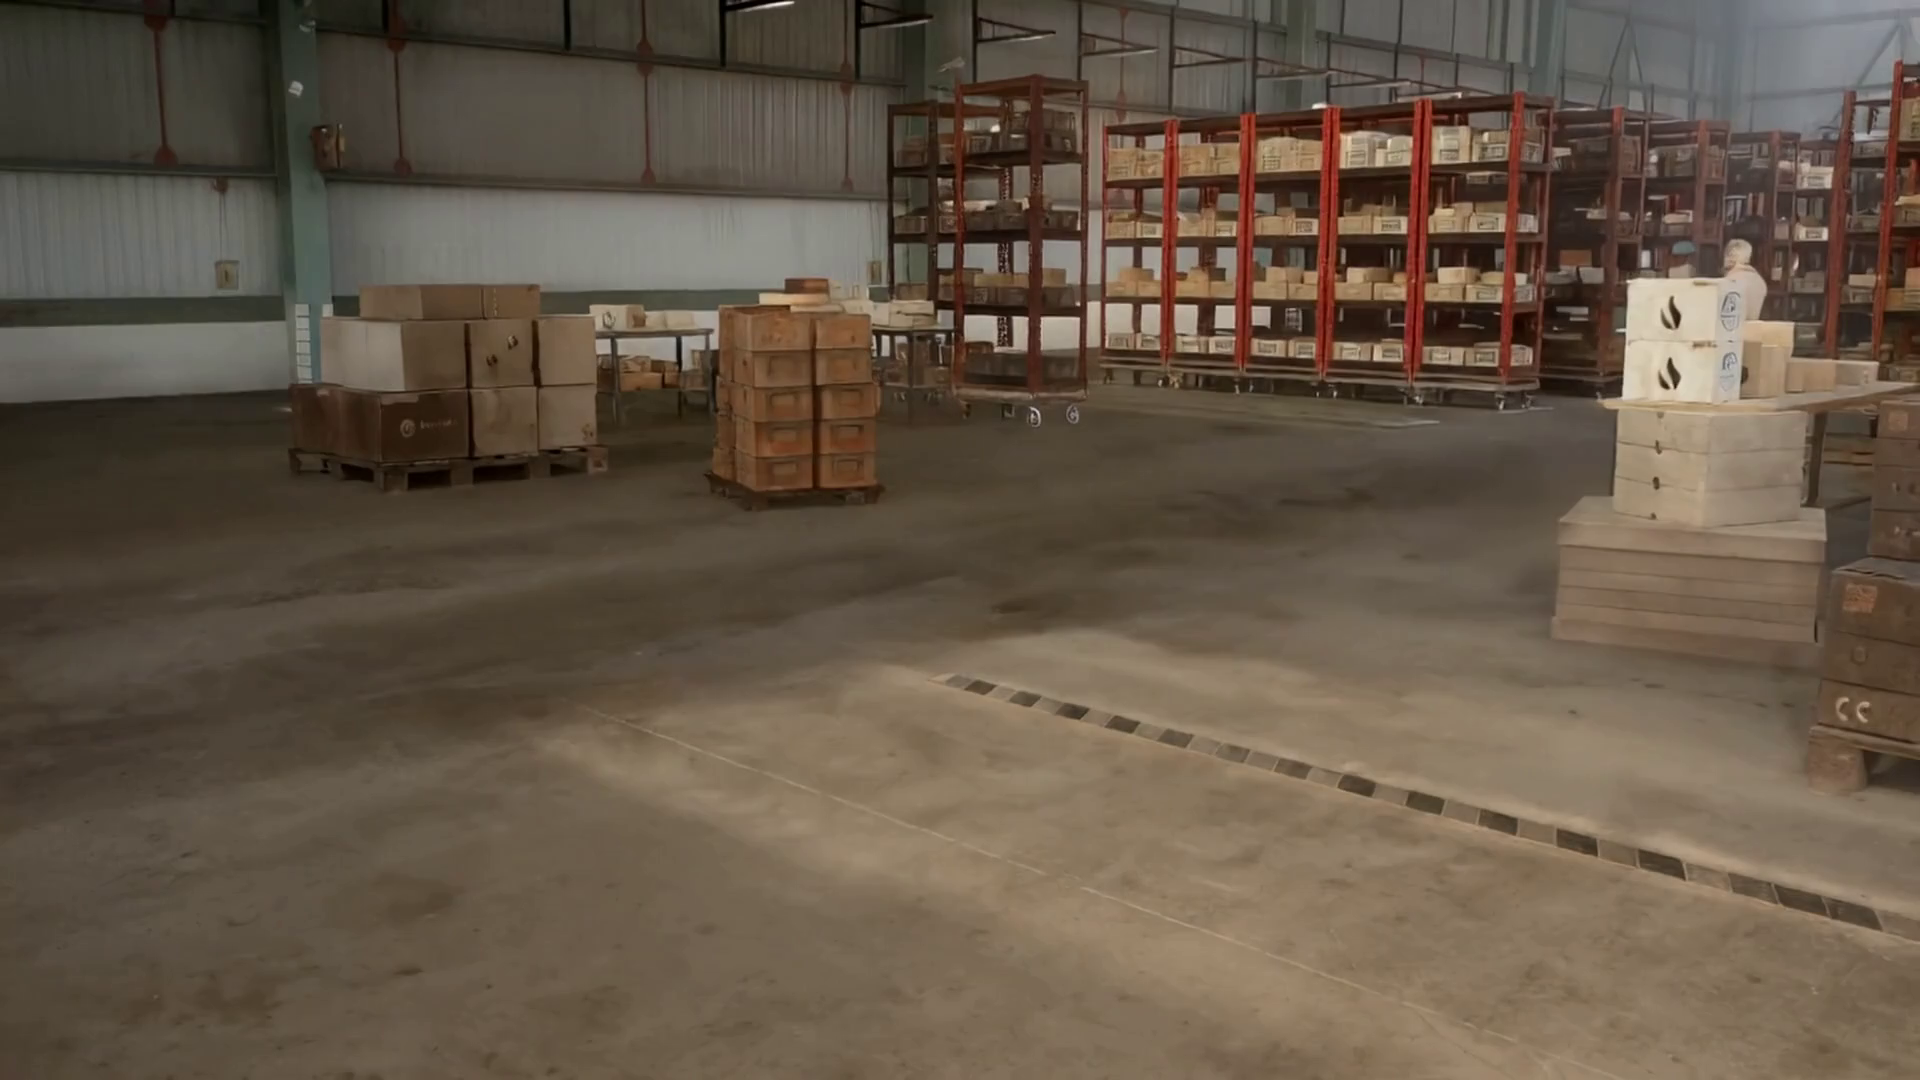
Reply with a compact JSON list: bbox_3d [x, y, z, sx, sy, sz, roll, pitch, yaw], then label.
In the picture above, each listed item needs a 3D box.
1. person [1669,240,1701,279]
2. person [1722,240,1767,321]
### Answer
[{"bbox_3d":[9.446,-2.921,21.834,0.395,1.993,0.616,-1,10,-6],"label":"person"},{"bbox_3d":[6.906,-1.725,14.909,0.651,1.907,0.409,-8,12,-40],"label":"person"}]
